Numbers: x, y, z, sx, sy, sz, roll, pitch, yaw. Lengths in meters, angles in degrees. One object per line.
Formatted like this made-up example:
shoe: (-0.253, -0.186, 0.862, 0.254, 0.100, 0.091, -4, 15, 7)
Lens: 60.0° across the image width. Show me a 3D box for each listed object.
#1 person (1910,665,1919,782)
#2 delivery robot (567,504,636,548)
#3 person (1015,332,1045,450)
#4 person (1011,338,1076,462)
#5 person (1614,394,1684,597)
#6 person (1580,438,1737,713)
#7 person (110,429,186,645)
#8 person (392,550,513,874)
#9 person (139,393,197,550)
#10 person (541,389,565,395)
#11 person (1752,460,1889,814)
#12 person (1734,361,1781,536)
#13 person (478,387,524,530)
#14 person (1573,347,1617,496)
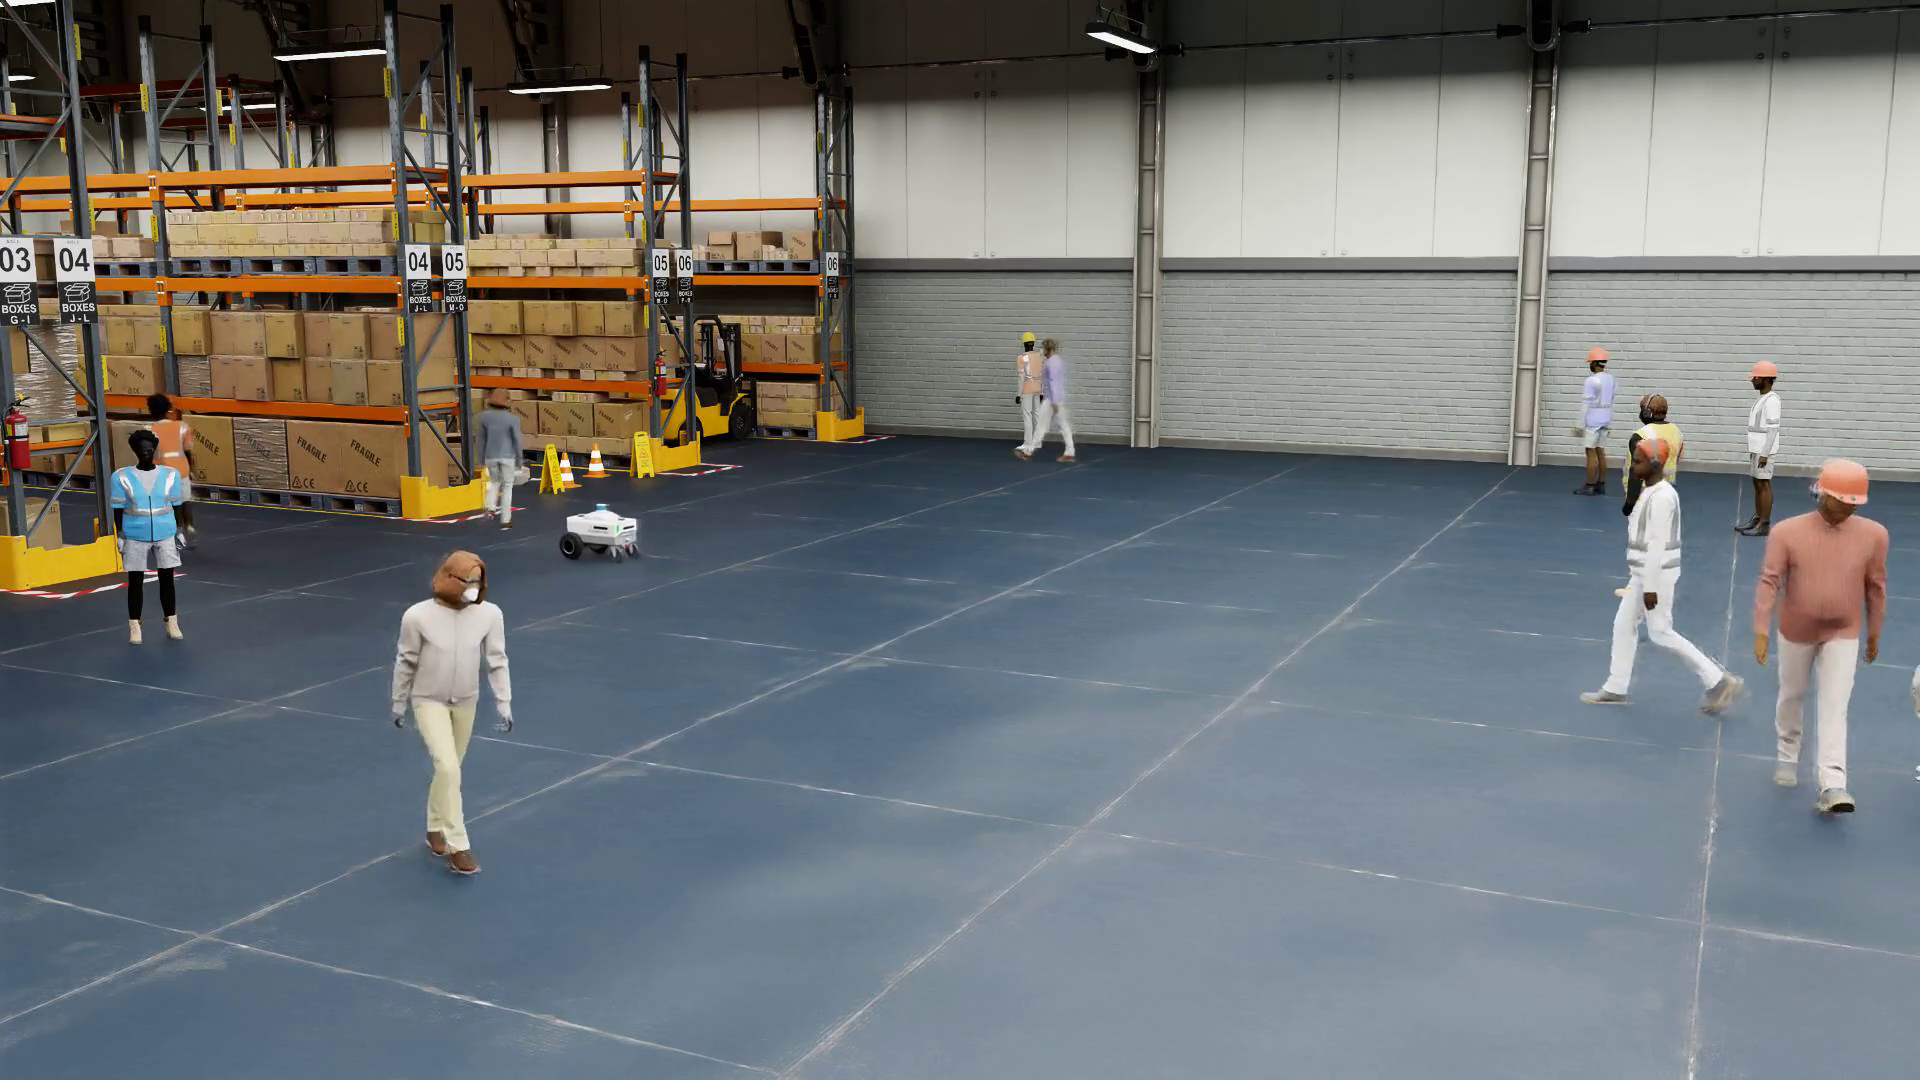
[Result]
person: (5.618, 0.619, 9.428, 0.407, 1.617, 0.545, 1, 9, 7)
delivery robot: (-3.646, -0.124, 16.932, 0.707, 0.478, 0.477, 5, 10, 27)
person: (1.133, -2.429, 27.158, 0.592, 1.922, 0.379, -8, 12, -41)
person: (1.310, -2.124, 25.399, 1.018, 1.885, 0.664, 2, 9, 10)
person: (6.157, -0.388, 14.903, 0.627, 1.844, 0.429, -7, 11, -35)
person: (4.689, 0.241, 11.045, 0.881, 1.855, 0.582, 3, 10, 16)
person: (-6.399, -0.029, 13.136, 0.529, 1.697, 0.321, -6, 11, -34)
person: (-2.492, 0.827, 8.196, 0.509, 1.578, 0.750, -8, 12, -40)
person: (-8.121, -0.667, 17.083, 0.543, 1.679, 0.469, -9, 13, -43)
person: (-6.640, -2.410, 27.141, 0.442, 1.889, 0.674, 4, 10, 25)
person: (4.719, 0.505, 9.153, 0.679, 1.915, 1.043, 4, 10, 21)
person: (8.853, -1.008, 18.402, 0.362, 1.939, 0.543, 2, 10, 13)
person: (-5.195, -0.923, 18.860, 0.523, 1.617, 0.349, 1, 9, 9)
person: (8.260, -1.534, 21.640, 0.548, 1.937, 0.363, -6, 11, -35)
